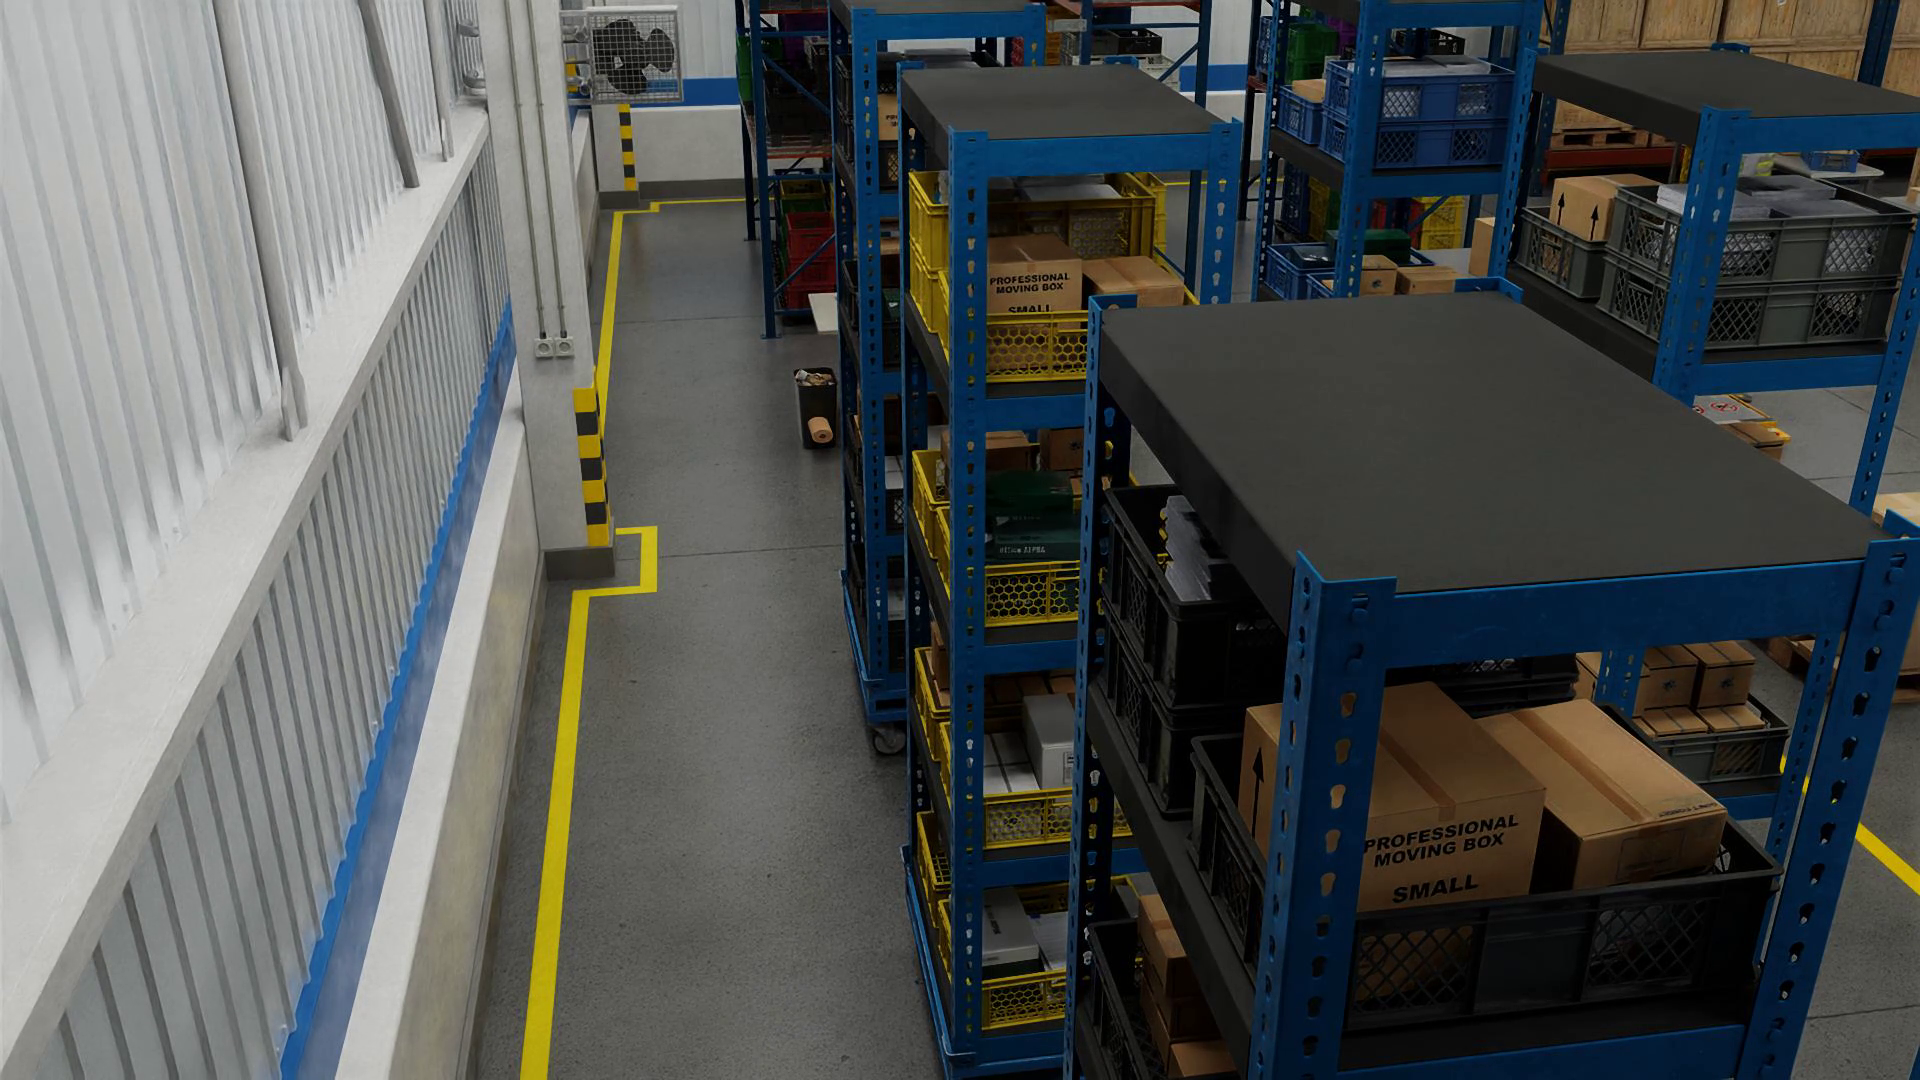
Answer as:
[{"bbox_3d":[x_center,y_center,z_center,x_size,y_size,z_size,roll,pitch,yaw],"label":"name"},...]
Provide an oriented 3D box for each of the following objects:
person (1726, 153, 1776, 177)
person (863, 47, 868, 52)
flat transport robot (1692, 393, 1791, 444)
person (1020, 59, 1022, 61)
[{"bbox_3d":[7.505,-3.451,15.900,0.429,1.842,0.636,15,29,30],"label":"person"},{"bbox_3d":[-1.087,-4.495,18.140,0.607,1.867,0.538,-15,29,-29],"label":"person"},{"bbox_3d":[5.224,-0.859,12.132,1.431,0.197,0.652,-4,25,-8],"label":"flat transport robot"},{"bbox_3d":[0.712,-4.414,17.881,0.378,1.940,0.629,-6,25,-13],"label":"person"}]
